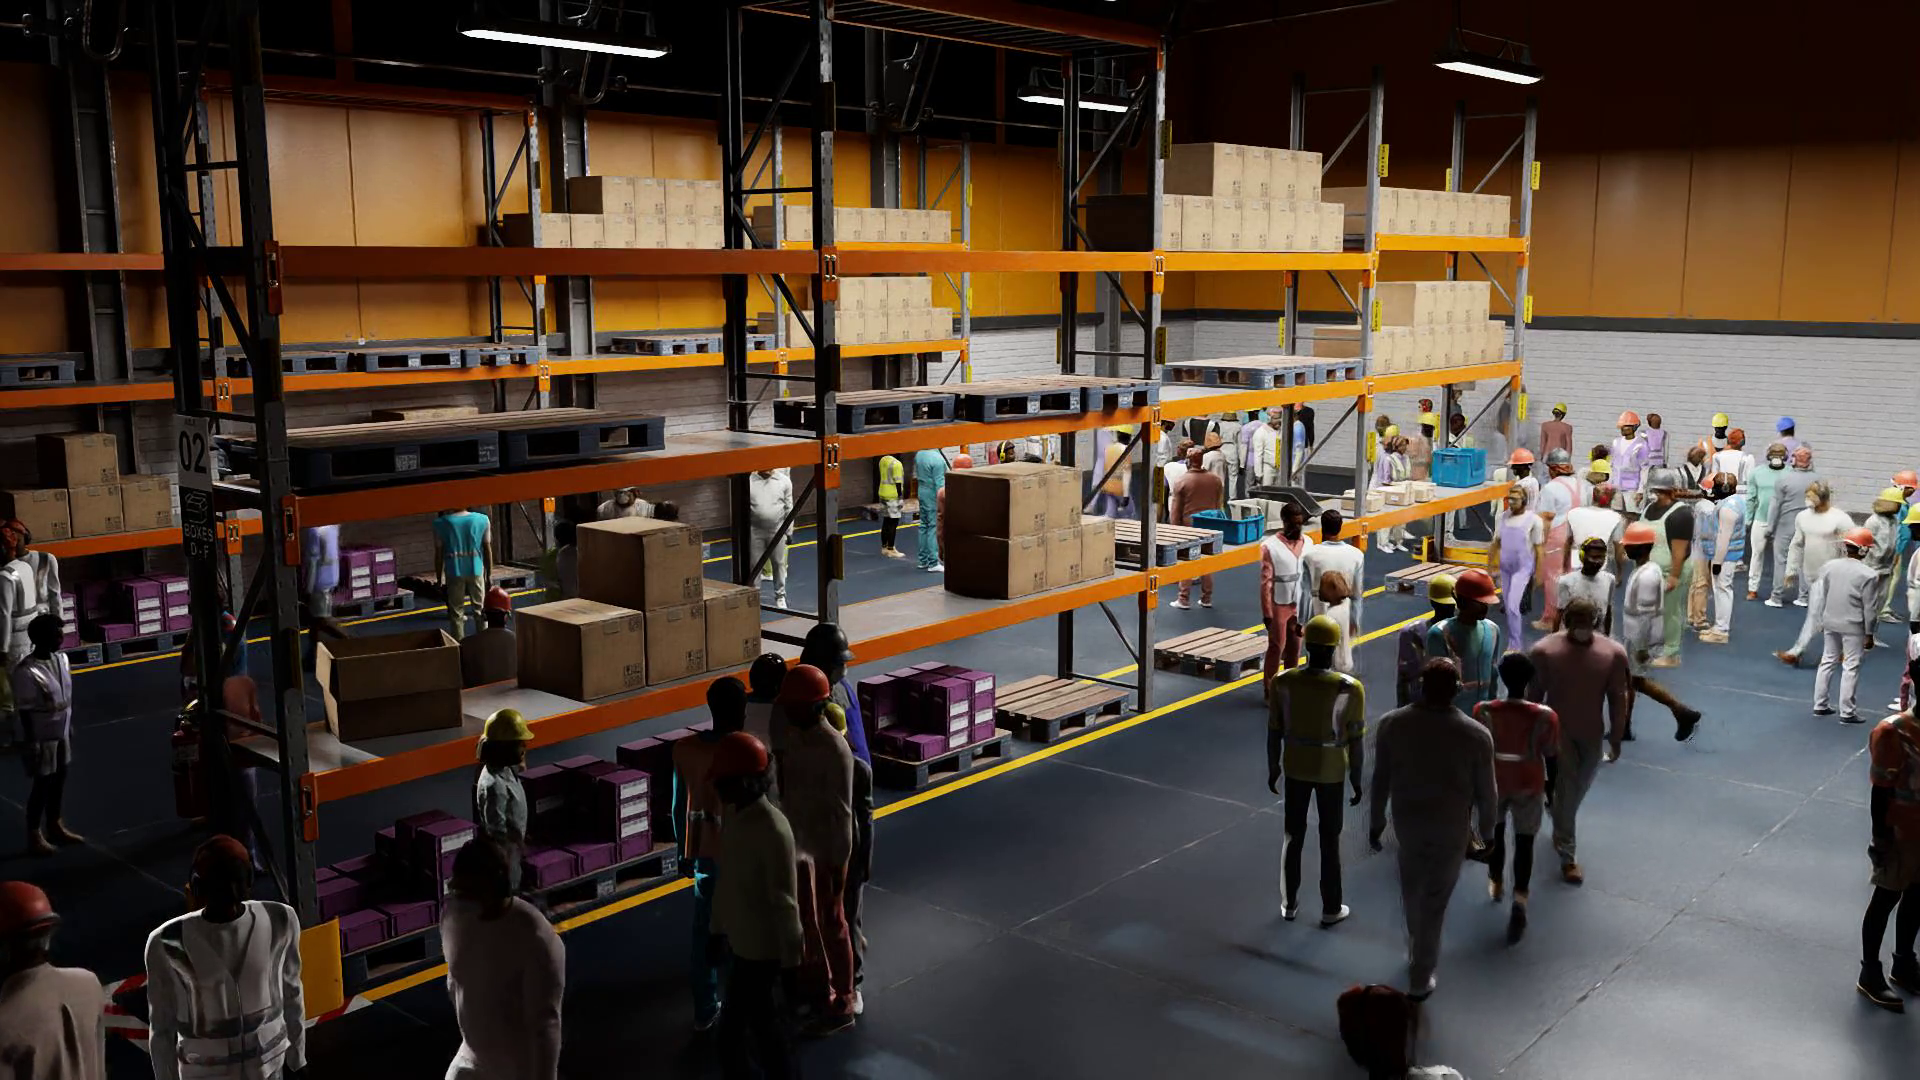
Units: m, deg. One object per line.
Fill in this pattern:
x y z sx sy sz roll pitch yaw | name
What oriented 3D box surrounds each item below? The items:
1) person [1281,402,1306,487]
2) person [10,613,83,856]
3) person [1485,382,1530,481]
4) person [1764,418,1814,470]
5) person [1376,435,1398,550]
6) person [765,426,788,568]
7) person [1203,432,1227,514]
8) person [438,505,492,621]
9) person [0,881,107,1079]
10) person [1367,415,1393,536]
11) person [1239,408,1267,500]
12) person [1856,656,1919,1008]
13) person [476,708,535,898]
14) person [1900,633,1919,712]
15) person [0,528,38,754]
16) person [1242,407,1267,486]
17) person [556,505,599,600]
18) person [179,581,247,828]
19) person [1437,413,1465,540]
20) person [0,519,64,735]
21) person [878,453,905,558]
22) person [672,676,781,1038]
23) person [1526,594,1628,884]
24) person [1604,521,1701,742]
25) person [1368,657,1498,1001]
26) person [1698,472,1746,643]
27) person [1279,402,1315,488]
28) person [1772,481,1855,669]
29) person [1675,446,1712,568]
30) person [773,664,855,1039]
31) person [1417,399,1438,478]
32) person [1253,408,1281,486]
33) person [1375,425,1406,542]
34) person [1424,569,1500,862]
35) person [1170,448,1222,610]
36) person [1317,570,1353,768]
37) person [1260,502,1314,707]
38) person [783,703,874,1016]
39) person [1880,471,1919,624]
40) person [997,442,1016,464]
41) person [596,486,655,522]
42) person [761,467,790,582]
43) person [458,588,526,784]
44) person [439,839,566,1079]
4.975 -1.113 24.918 0.379 2.045 0.605 0 10 2 | person
-6.278 1.328 11.446 0.357 1.678 0.543 1 10 4 | person
9.524 -1.775 28.884 0.798 2.000 0.679 9 13 42 | person
11.633 -0.768 23.349 0.646 1.886 0.964 7 12 35 | person
6.048 -0.671 23.512 0.324 1.631 0.521 2 10 11 | person
-2.524 -0.569 22.085 0.407 1.905 0.653 -5 11 -25 | person
3.644 -0.734 23.917 0.286 1.625 0.495 9 13 44 | person
-5.577 -0.102 18.891 0.535 2.000 0.683 8 12 39 | person
-3.072 2.151 5.727 0.715 1.954 0.653 1 10 8 | person
6.233 -0.936 24.550 0.512 1.814 0.627 9 13 43 | person
4.571 -1.217 25.936 0.591 1.915 0.400 -7 12 -37 | person
5.230 1.574 9.109 0.613 1.963 0.361 -4 10 -21 | person
-2.393 1.738 8.825 0.323 1.737 0.486 -2 10 -9 | person
6.783 1.249 11.492 0.404 1.823 0.590 -6 11 -33 | person
-7.840 0.828 13.826 0.339 1.881 0.576 -2 10 -10 | person
4.820 -1.389 26.745 0.609 1.985 0.392 9 13 41 | person
-3.251 0.655 14.606 0.652 1.957 0.466 9 13 43 | person
-5.289 1.185 11.806 0.429 1.843 0.633 -9 13 -44 | person
7.028 -0.863 23.818 0.587 1.914 0.391 -9 13 -44 | person
-8.047 0.745 14.328 0.584 1.879 0.363 -3 10 -19 | person
-0.934 -0.585 22.840 0.324 1.685 0.540 -5 11 -29 | person
-1.238 1.662 8.729 0.597 1.916 0.370 5 11 27 | person
4.124 1.262 11.199 0.638 1.904 0.956 1 10 8 | person
5.808 0.790 13.967 0.725 1.914 0.550 3 10 16 | person
2.701 1.573 9.382 0.671 1.866 0.937 6 11 33 | person
8.157 0.183 17.807 0.430 1.838 0.624 5 11 28 | person
5.661 -1.595 27.949 0.623 1.989 0.401 -1 10 -6 | person
8.618 0.347 16.709 1.054 1.869 0.644 -4 10 -20 | person
9.724 -0.425 22.073 0.519 1.626 0.464 1 10 7 | person
-0.780 1.620 8.788 0.409 1.986 0.621 -6 11 -31 | person
7.655 -1.389 27.201 0.384 1.838 0.562 8 13 41 | person
4.670 -1.033 24.904 0.654 1.895 0.400 -7 12 -35 | person
6.202 -0.793 23.955 0.481 1.716 0.605 6 11 31 | person
3.397 1.192 11.198 0.605 2.036 0.406 -5 11 -25 | person
2.738 -0.132 19.505 0.646 1.899 0.400 -3 10 -18 | person
2.948 1.042 13.349 0.549 1.616 0.510 5 11 27 | person
2.963 0.597 15.126 0.597 1.909 0.405 -6 11 -32 | person
-0.705 1.716 8.961 0.486 1.738 0.321 0 10 -1 | person
10.551 0.079 18.722 0.354 1.737 0.573 5 11 30 | person
0.559 -0.285 20.493 0.315 1.870 0.532 2 10 10 | person
-3.332 0.285 16.581 0.681 2.000 0.536 2 10 9 | person
-2.422 -0.433 21.207 0.364 1.929 0.585 9 13 42 | person
-3.310 1.208 11.963 0.567 1.743 0.353 -2 10 -11 | person
-1.812 2.064 6.359 0.647 1.901 0.855 5 11 29 | person
